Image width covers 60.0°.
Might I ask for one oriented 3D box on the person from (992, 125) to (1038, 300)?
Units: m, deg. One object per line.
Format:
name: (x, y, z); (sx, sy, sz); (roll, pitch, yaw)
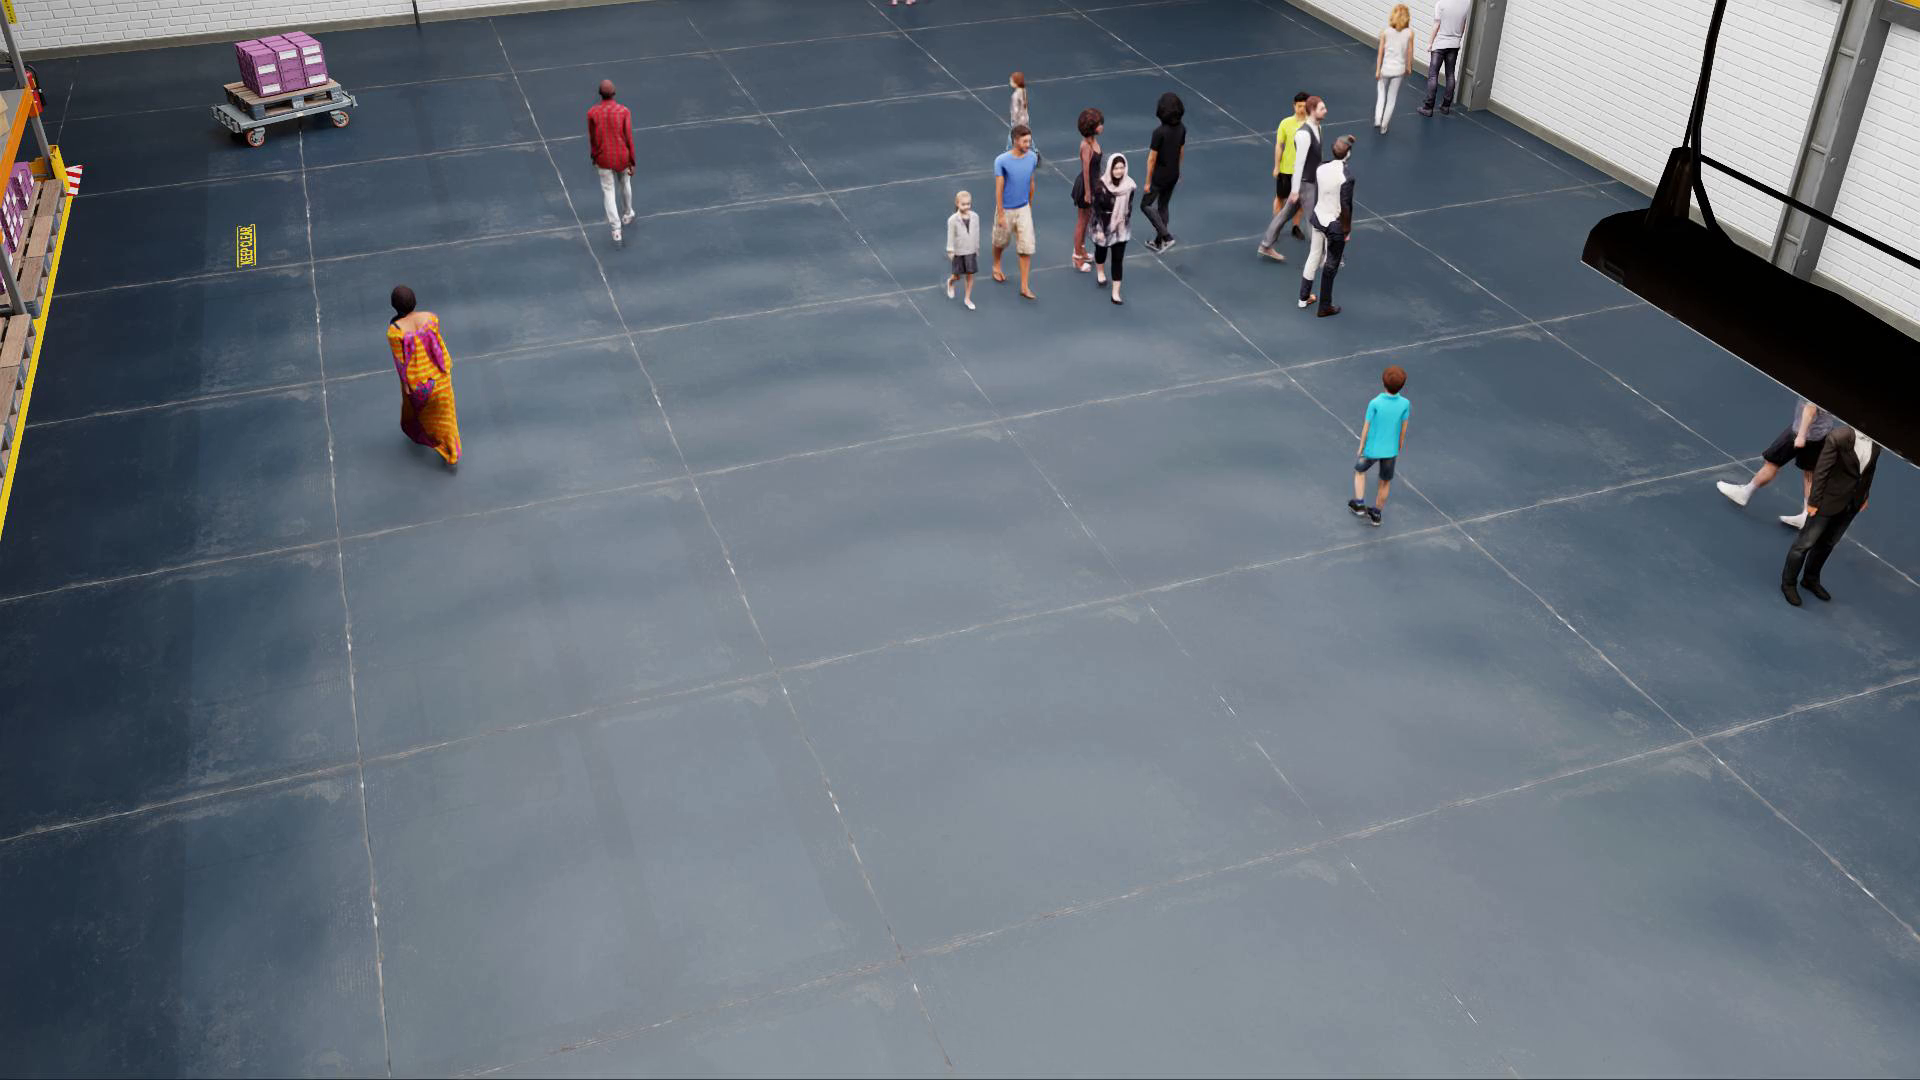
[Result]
person: (0.526, -3.536, 17.638); (0.671, 1.823, 1.199); (-11, 35, -16)

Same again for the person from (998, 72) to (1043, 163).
person: (0.798, -5.260, 20.815); (0.894, 1.177, 0.777); (21, 39, 28)

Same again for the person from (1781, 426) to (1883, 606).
person: (6.763, -0.339, 12.848); (0.704, 1.802, 0.583); (-7, 34, -11)

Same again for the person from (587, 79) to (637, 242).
person: (-3.923, -4.251, 18.749); (0.860, 1.785, 1.249); (-4, 34, -5)

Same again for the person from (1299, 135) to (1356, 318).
person: (3.806, -3.251, 17.150); (0.778, 1.889, 0.599); (-19, 38, -26)

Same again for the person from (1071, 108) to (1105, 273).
person: (1.377, -3.816, 18.092); (0.717, 1.788, 0.626); (7, 34, 10)

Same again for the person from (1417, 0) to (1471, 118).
person: (6.497, -6.611, 22.257); (0.666, 1.832, 0.594); (-9, 35, -13)

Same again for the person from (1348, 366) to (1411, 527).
person: (3.513, -0.751, 13.794); (0.633, 1.440, 0.668); (-2, 34, -3)

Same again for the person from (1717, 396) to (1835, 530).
person: (7.061, -0.883, 13.629); (0.922, 1.842, 1.179); (-24, 41, -32)

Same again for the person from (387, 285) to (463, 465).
person: (-4.708, -1.455, 14.668); (0.853, 1.645, 1.251); (-22, 39, -29)

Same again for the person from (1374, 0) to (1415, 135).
person: (5.633, -6.117, 21.672); (0.719, 1.658, 0.768); (10, 35, 15)

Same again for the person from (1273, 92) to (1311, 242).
person: (3.773, -4.225, 18.778); (0.682, 1.709, 0.638); (-1, 34, -2)

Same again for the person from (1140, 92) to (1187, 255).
person: (2.287, -4.003, 18.342); (0.765, 1.823, 0.858); (-22, 39, -29)

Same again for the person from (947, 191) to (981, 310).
person: (0.024, -3.061, 17.427); (0.513, 1.267, 0.654); (-13, 36, -19)

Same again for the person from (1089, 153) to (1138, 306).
person: (1.567, -3.339, 17.561); (0.767, 1.582, 1.119); (-5, 34, -8)

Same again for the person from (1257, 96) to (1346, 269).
person: (3.657, -3.891, 18.112); (1.266, 1.891, 1.227); (13, 36, 19)
